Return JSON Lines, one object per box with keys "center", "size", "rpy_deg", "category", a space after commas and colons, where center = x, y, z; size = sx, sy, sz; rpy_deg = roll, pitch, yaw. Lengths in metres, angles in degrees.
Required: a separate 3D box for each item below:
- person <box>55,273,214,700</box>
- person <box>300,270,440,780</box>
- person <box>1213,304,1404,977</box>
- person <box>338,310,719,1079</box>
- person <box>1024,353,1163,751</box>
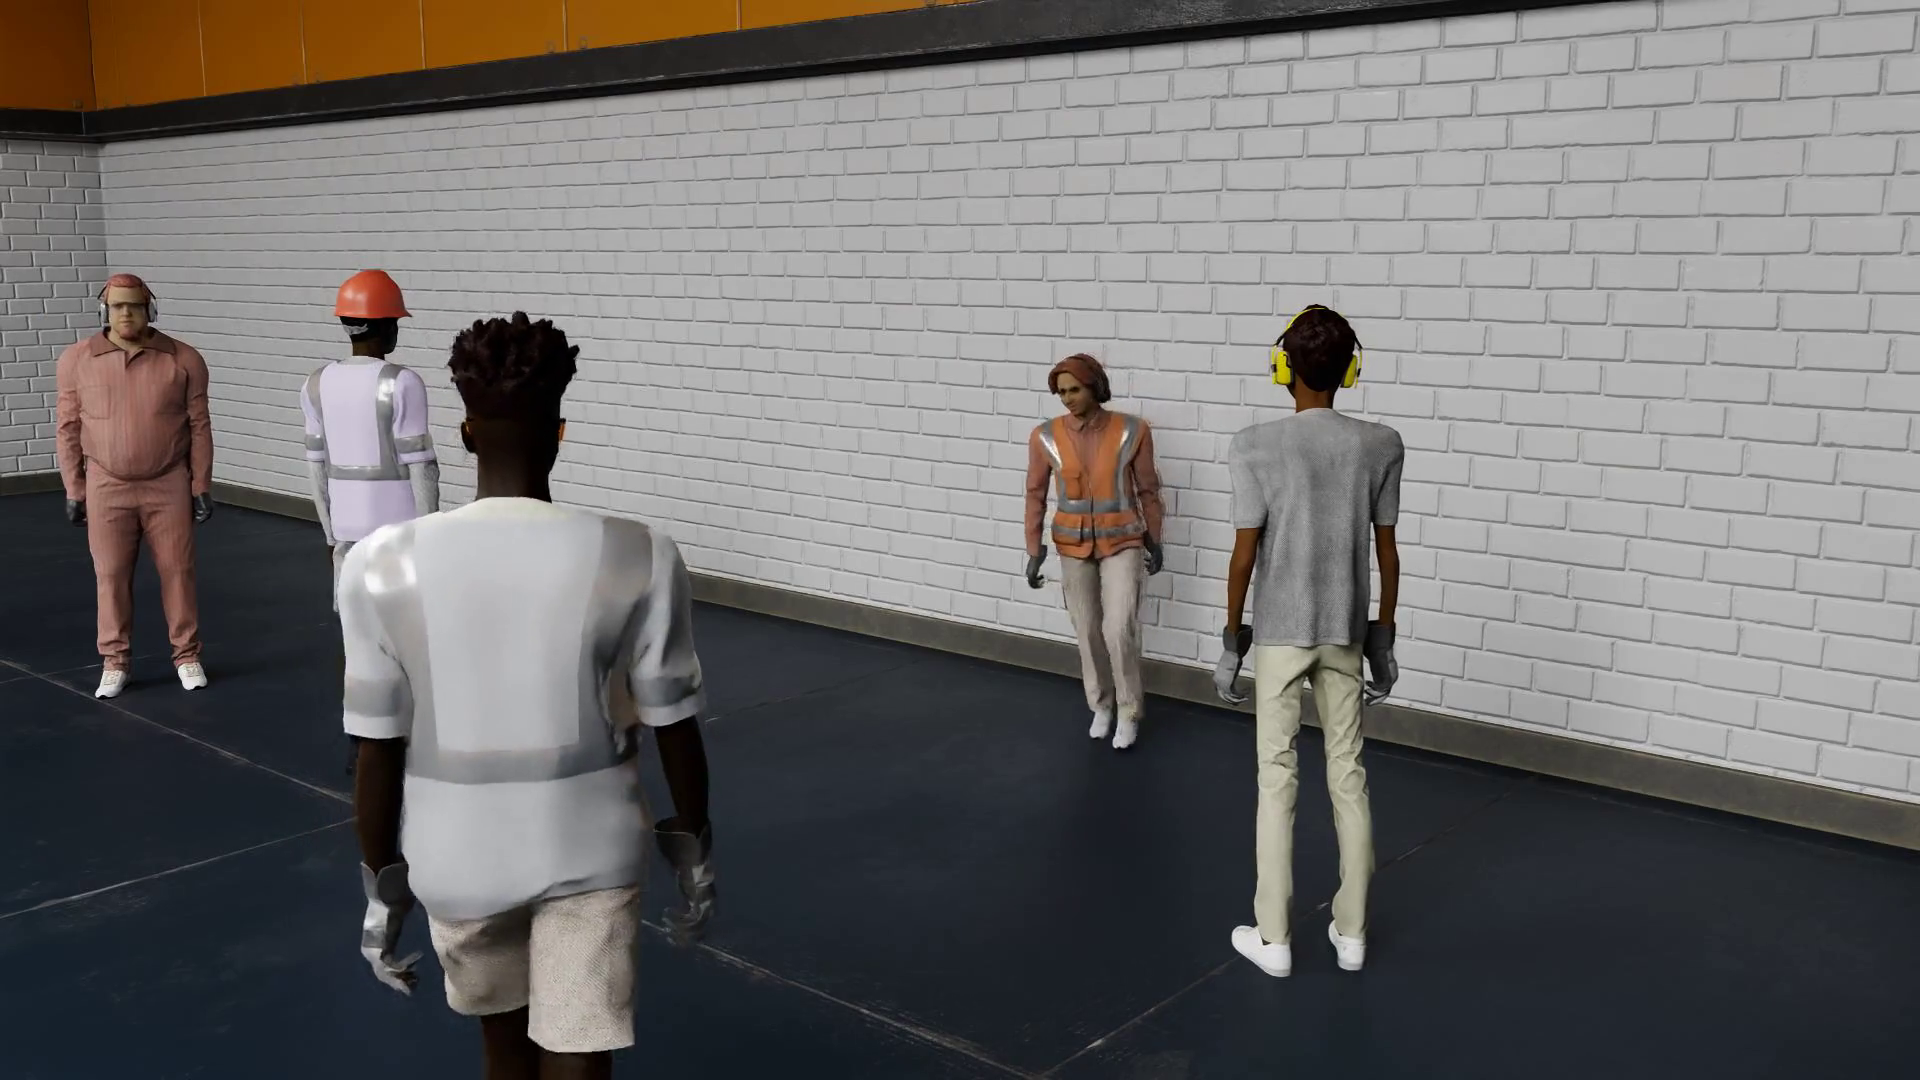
{"center": [-3.721, -0.243, 7.543], "size": [0.643, 1.910, 0.411], "rpy_deg": [-5, 11, -24], "category": "person"}
{"center": [-2.202, -0.049, 6.349], "size": [0.543, 1.939, 0.362], "rpy_deg": [3, 10, 18], "category": "person"}
{"center": [0.967, 0.286, 4.638], "size": [0.523, 1.870, 0.317], "rpy_deg": [-1, 10, -6], "category": "person"}
{"center": [-0.754, 0.558, 2.957], "size": [0.619, 1.923, 0.995], "rpy_deg": [-1, 10, -6], "category": "person"}
{"center": [0.544, 0.044, 6.748], "size": [0.539, 1.599, 0.512], "rpy_deg": [2, 10, 13], "category": "person"}
